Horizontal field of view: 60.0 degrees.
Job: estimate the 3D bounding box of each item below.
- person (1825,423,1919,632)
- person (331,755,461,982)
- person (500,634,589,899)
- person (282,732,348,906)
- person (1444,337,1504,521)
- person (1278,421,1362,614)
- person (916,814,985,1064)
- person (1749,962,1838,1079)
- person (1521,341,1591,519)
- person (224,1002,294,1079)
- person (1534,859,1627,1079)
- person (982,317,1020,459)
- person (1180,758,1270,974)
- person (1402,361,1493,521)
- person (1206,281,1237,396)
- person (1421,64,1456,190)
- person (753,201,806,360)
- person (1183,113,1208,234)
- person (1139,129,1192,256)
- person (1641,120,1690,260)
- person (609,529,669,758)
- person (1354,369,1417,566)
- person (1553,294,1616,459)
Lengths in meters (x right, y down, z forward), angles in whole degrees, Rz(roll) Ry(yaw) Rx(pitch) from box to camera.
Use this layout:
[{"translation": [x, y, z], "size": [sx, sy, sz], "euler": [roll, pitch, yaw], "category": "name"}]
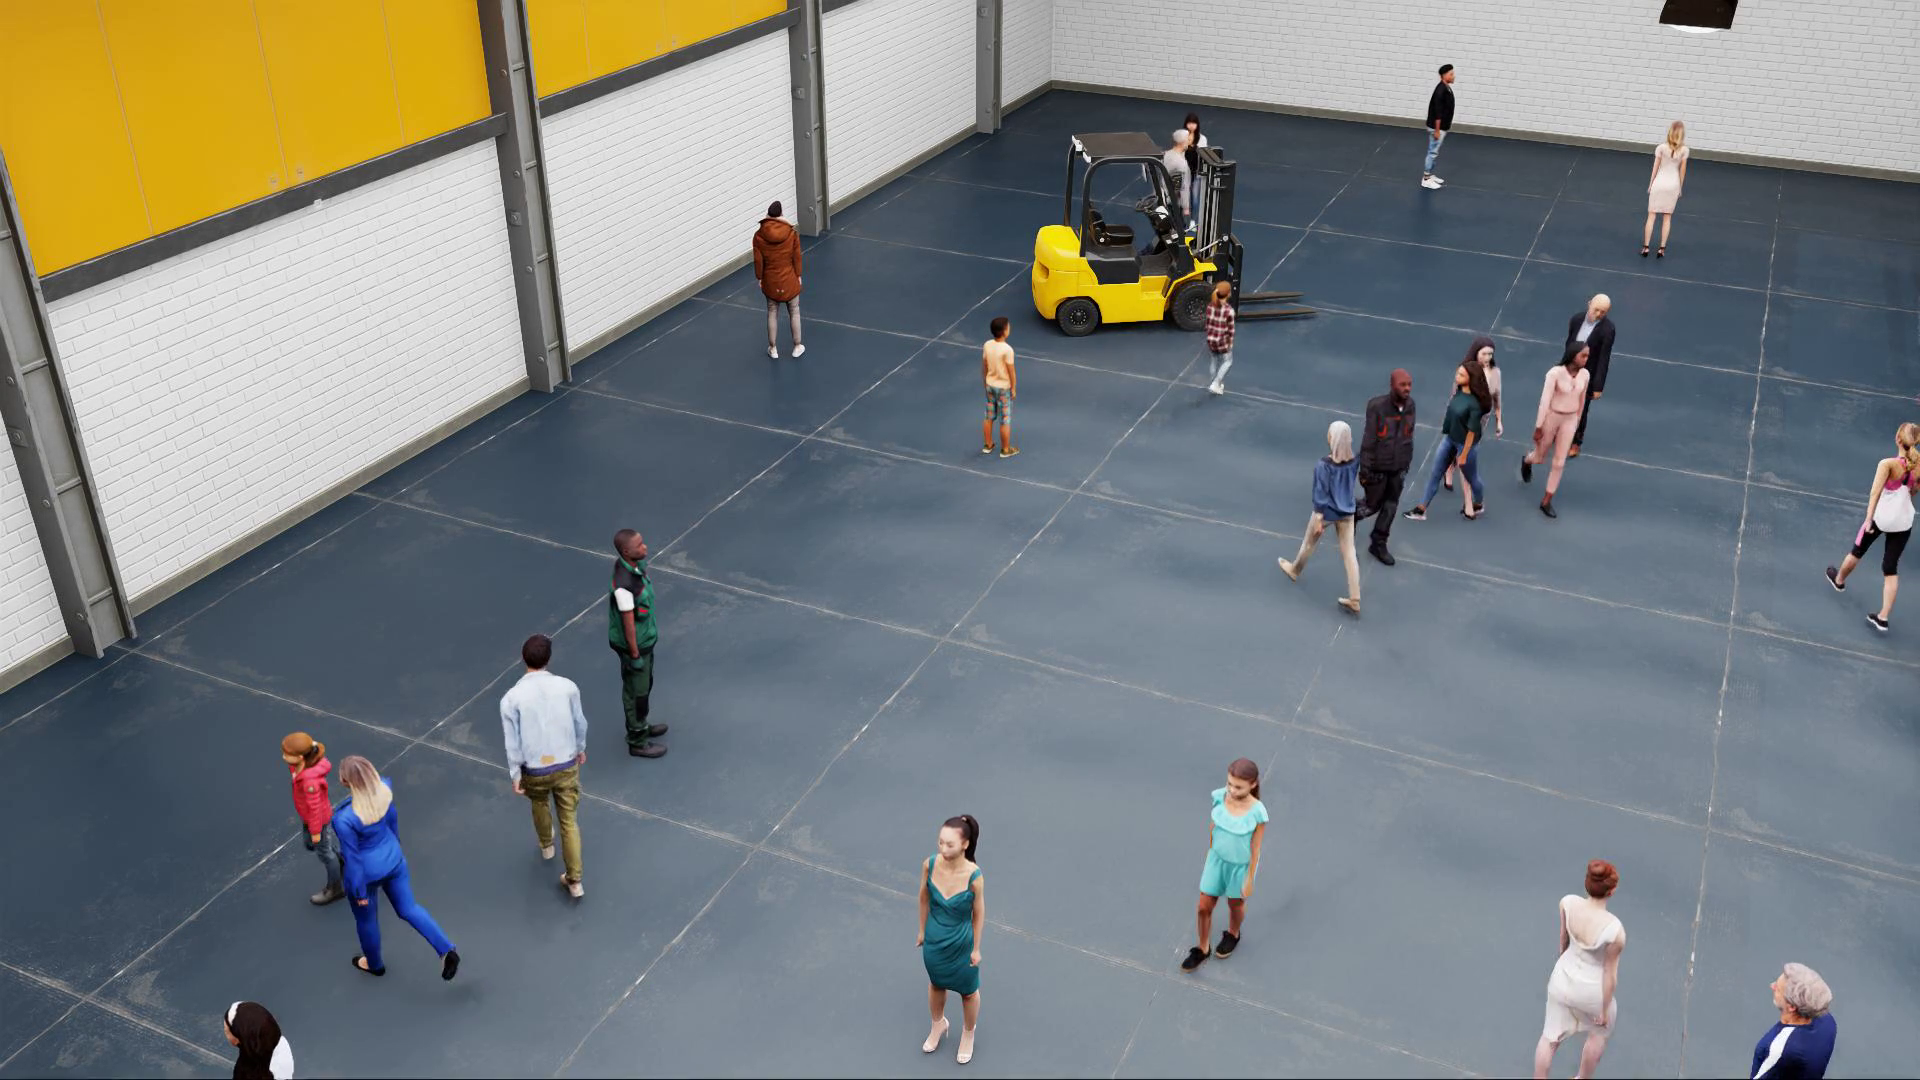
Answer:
[{"translation": [7.731, -0.077, 13.760], "size": [0.926, 1.733, 1.232], "euler": [1, 29, 1], "category": "person"}, {"translation": [-3.424, 2.011, 9.987], "size": [0.682, 1.681, 0.964], "euler": [12, 31, 21], "category": "person"}, {"translation": [-2.658, 1.522, 10.790], "size": [1.082, 1.771, 1.135], "euler": [-14, 32, -24], "category": "person"}, {"translation": [-4.103, 1.784, 10.790], "size": [0.714, 1.309, 0.650], "euler": [-15, 32, -26], "category": "person"}, {"translation": [4.806, -1.126, 15.715], "size": [1.006, 1.702, 1.162], "euler": [-5, 29, -9], "category": "person"}, {"translation": [3.209, -0.157, 14.008], "size": [1.180, 1.636, 1.136], "euler": [-15, 32, -25], "category": "person"}, {"translation": [-0.043, 2.281, 9.485], "size": [0.539, 1.687, 0.479], "euler": [12, 31, 21], "category": "person"}, {"translation": [4.112, 2.890, 8.229], "size": [0.762, 1.822, 0.821], "euler": [-25, 37, -38], "category": "person"}, {"translation": [5.572, -1.093, 15.658], "size": [0.987, 1.700, 1.125], "euler": [-4, 29, -8], "category": "person"}, {"translation": [-3.187, 2.970, 8.117], "size": [0.982, 1.787, 1.045], "euler": [-1, 29, -1], "category": "person"}, {"translation": [3.274, 2.489, 9.008], "size": [0.822, 1.778, 0.752], "euler": [-18, 33, -29], "category": "person"}, {"translation": [0.389, -1.546, 16.738], "size": [0.560, 1.461, 0.518], "euler": [18, 34, 30], "category": "person"}, {"translation": [1.727, 1.948, 10.251], "size": [0.648, 1.539, 0.810], "euler": [20, 34, 32], "category": "person"}, {"translation": [4.716, -0.878, 15.400], "size": [1.086, 1.568, 1.075], "euler": [-7, 29, -13], "category": "person"}, {"translation": [2.781, -2.169, 18.048], "size": [0.598, 1.299, 0.656], "euler": [22, 36, 35], "category": "person"}, {"translation": [7.175, -6.235, 24.964], "size": [0.739, 1.815, 0.514], "euler": [13, 31, 23], "category": "person"}, {"translation": [-2.043, -2.961, 18.936], "size": [0.838, 1.840, 0.870], "euler": [-1, 29, -2], "category": "person"}, {"translation": [3.185, -5.102, 23.071], "size": [0.695, 1.638, 0.679], "euler": [1, 29, 2], "category": "person"}, {"translation": [2.660, -4.298, 21.354], "size": [1.273, 1.871, 1.276], "euler": [-6, 29, -12], "category": "person"}, {"translation": [9.333, -4.640, 22.025], "size": [0.593, 1.829, 0.530], "euler": [9, 30, 17], "category": "person"}, {"translation": [-2.380, 0.732, 12.167], "size": [0.838, 1.837, 0.720], "euler": [-3, 29, -6], "category": "person"}, {"translation": [3.740, -0.710, 14.838], "size": [0.992, 1.813, 1.058], "euler": [-9, 30, -17], "category": "person"}, {"translation": [6.234, -1.667, 16.648], "size": [0.810, 1.758, 0.836], "euler": [-13, 31, -23], "category": "person"}]
